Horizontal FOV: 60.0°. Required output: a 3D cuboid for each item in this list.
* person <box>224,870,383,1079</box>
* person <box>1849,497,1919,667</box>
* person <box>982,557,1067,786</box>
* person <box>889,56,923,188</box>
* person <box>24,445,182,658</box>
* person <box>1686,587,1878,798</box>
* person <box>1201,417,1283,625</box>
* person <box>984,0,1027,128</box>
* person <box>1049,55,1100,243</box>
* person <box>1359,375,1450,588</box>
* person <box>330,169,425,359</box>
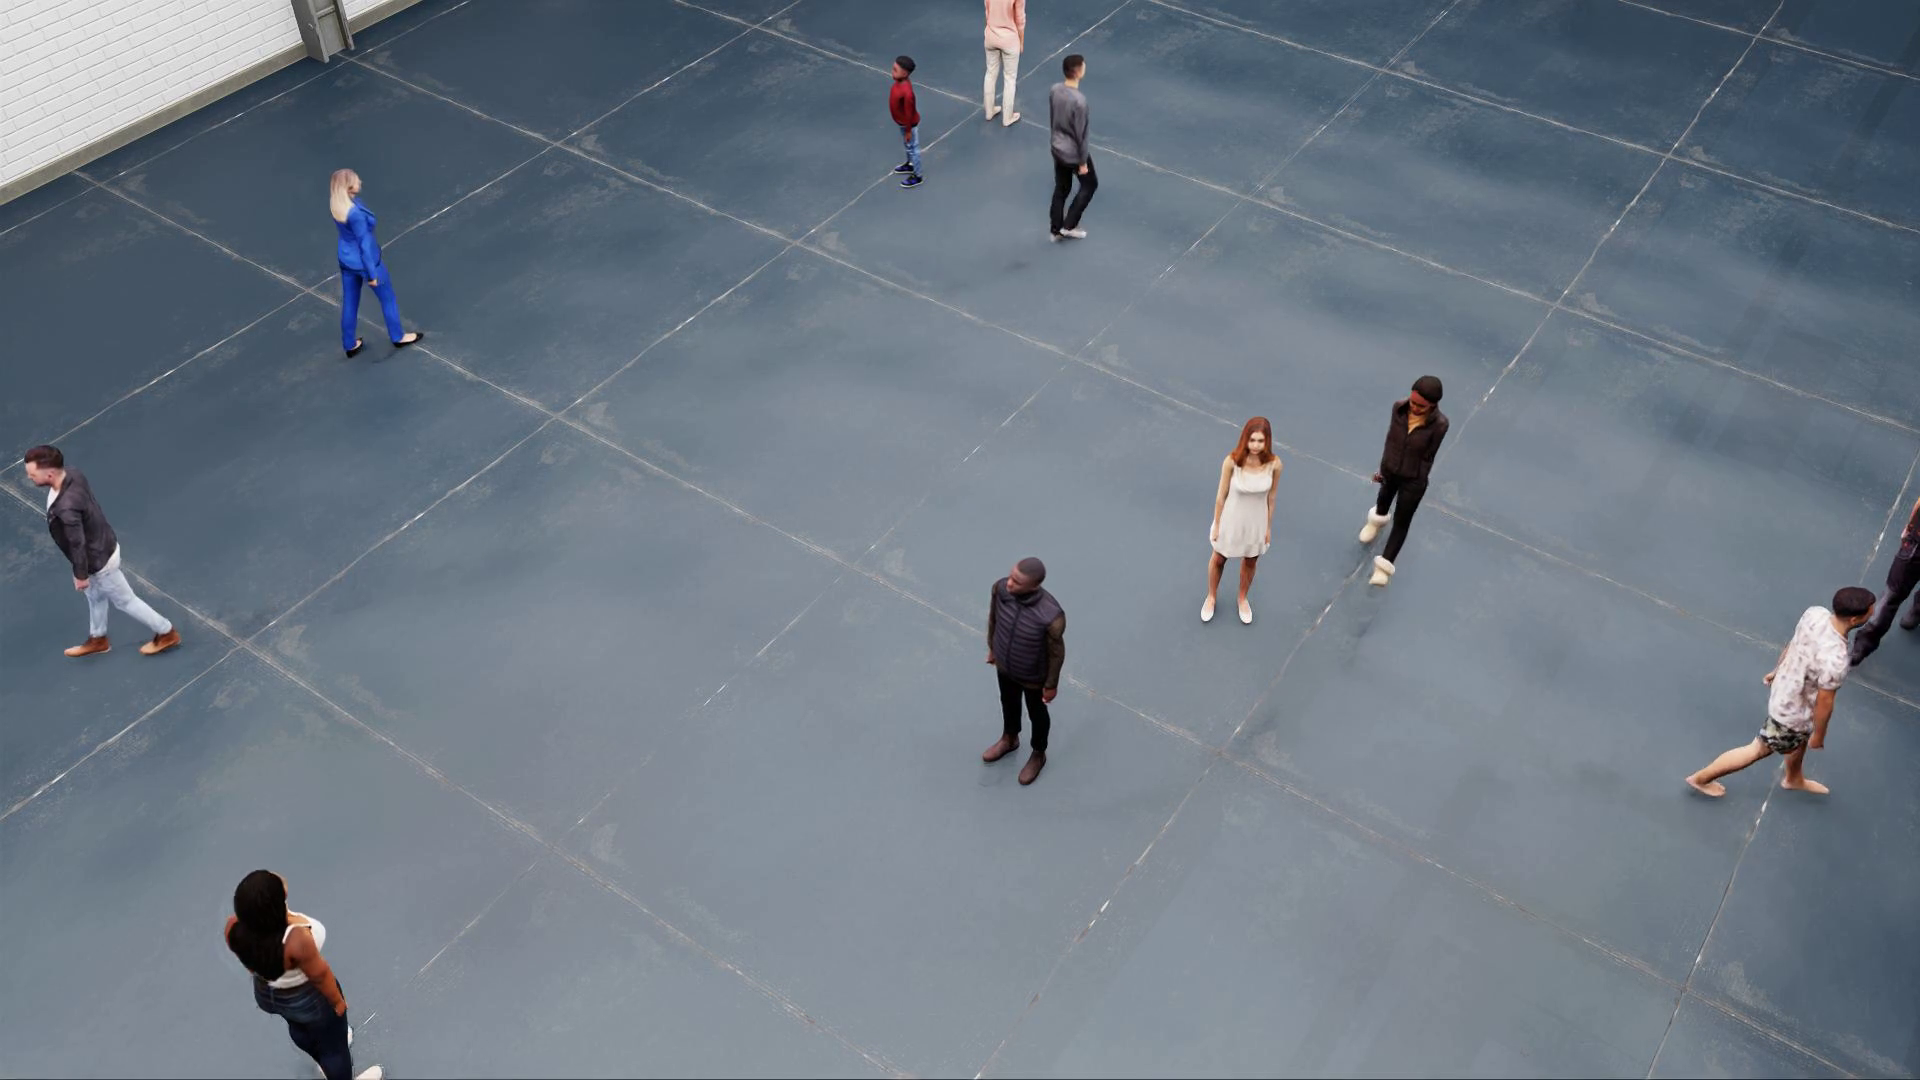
[{"bbox_3d":[-3.376,2.314,8.419,0.732,1.808,0.750,16,46,16],"label":"person"},{"bbox_3d":[6.433,0.008,10.842,1.244,1.805,0.847,-32,52,-29],"label":"person"},{"bbox_3d":[0.395,0.756,10.035,0.713,1.835,0.599,32,52,29],"label":"person"},{"bbox_3d":[-0.479,-3.878,15.323,0.639,1.251,0.587,-10,44,-10],"label":"person"},{"bbox_3d":[-5.508,0.091,10.749,1.097,1.812,0.973,-16,46,-16],"label":"person"},{"bbox_3d":[4.887,0.950,9.868,1.061,1.785,1.171,6,44,6],"label":"person"},{"bbox_3d":[1.882,-0.141,11.066,0.644,1.712,0.671,4,44,4],"label":"person"},{"bbox_3d":[0.408,-4.822,15.970,0.611,1.725,0.552,20,47,20],"label":"person"},{"bbox_3d":[0.893,-3.328,14.384,0.691,1.750,0.709,-30,51,-28],"label":"person"},{"bbox_3d":[2.961,-0.378,11.382,0.635,1.620,1.072,26,50,25],"label":"person"},{"bbox_3d":[-4.827,-2.170,13.224,0.730,1.672,0.900,31,52,28],"label":"person"}]
